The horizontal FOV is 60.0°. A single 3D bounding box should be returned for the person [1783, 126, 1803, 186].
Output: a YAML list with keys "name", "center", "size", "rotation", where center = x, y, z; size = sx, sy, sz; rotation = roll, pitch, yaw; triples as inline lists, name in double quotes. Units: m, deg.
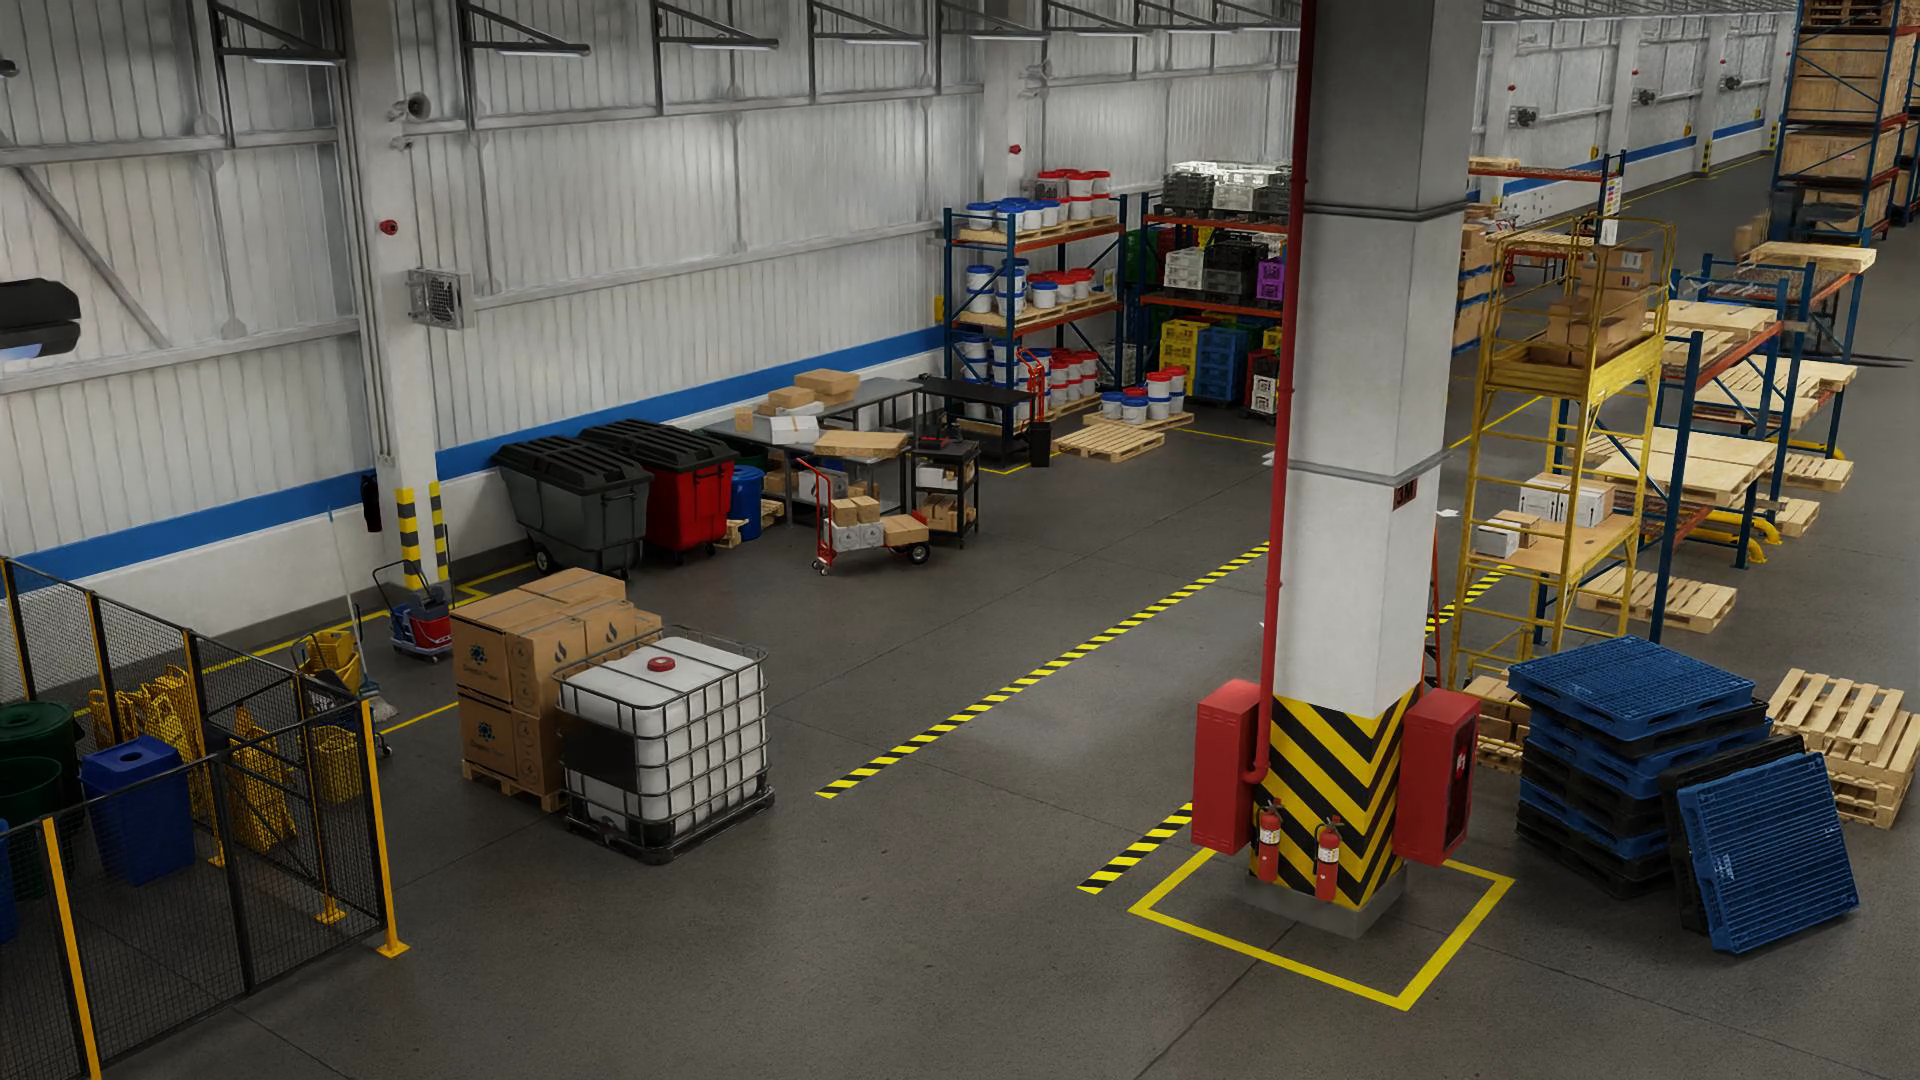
- name: "person"
  center: [25.819, -11.837, 51.459]
  size: [0.924, 1.863, 0.691]
  rotation: [-6, 19, -17]

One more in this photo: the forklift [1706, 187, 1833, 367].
- name: "forklift"
  center: [12.818, -4.099, 26.164]
  size: [1.873, 2.768, 1.129]
  rotation: [13, 22, 34]
